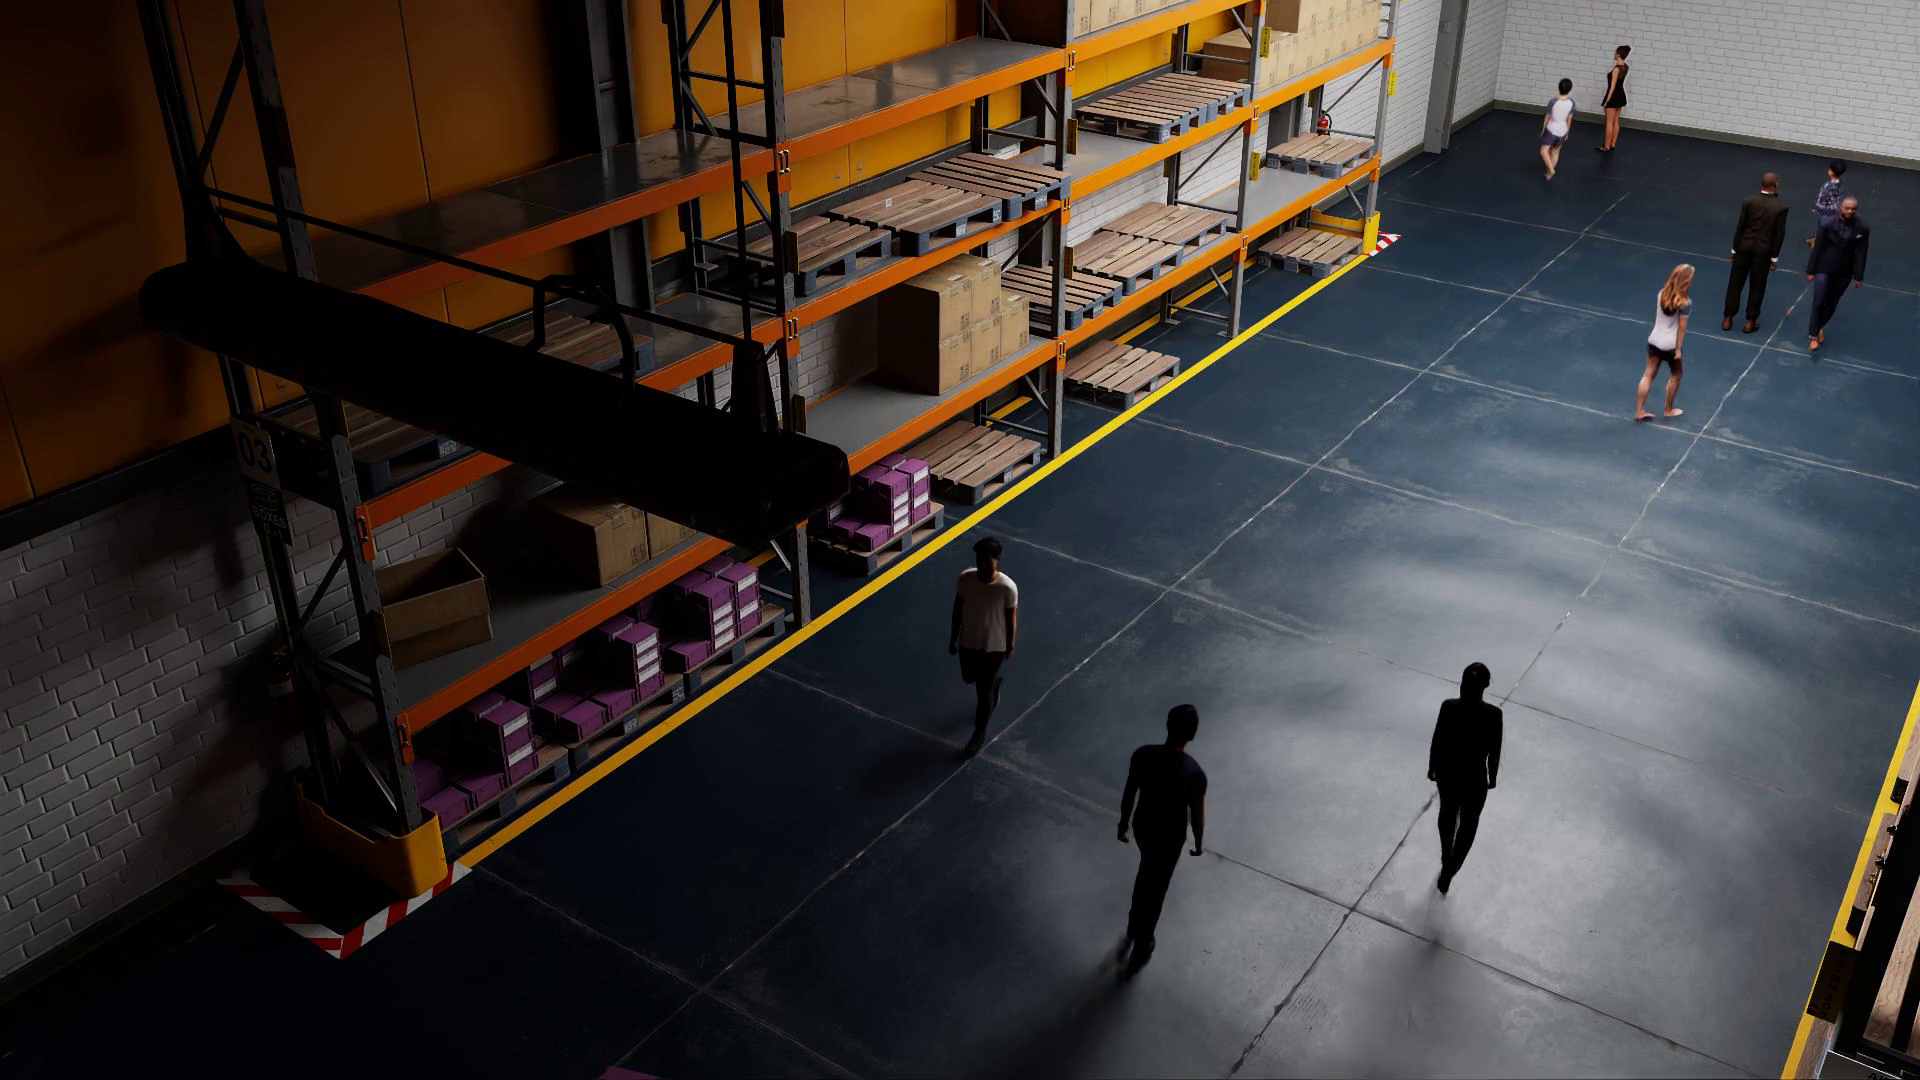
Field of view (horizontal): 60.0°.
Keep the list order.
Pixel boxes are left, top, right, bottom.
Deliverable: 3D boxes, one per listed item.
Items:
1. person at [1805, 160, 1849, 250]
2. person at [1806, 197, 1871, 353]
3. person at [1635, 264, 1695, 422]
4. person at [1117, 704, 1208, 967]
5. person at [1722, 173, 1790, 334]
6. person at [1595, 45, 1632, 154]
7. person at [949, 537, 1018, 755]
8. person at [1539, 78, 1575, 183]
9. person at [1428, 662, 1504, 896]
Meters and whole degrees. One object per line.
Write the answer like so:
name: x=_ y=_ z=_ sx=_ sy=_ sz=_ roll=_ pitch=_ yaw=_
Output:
person: x=11.671 y=-4.457 z=22.276 sx=0.670 sy=1.237 sz=0.708 roll=-14 pitch=31 yaw=-23
person: x=10.094 y=-3.094 z=19.217 sx=0.946 sy=1.773 sz=1.207 roll=8 pitch=30 yaw=14
person: x=7.283 y=-2.027 z=17.322 sx=0.909 sy=1.716 sz=0.818 roll=-13 pitch=31 yaw=-22
person: x=1.181 y=1.841 z=10.192 sx=0.677 sy=1.752 sz=0.736 roll=14 pitch=32 yaw=24
person: x=9.385 y=-3.397 z=19.636 sx=0.677 sy=1.904 sz=0.589 roll=18 pitch=33 yaw=29
person: x=10.463 y=-7.060 z=26.592 sx=0.555 sy=1.674 sz=0.679 roll=-25 pitch=37 yaw=-38
person: x=0.188 y=0.703 z=12.329 sx=0.735 sy=1.704 sz=1.047 roll=12 pitch=31 yaw=21
person: x=8.986 y=-6.148 z=25.052 sx=0.854 sy=1.548 sz=0.940 roll=-2 pitch=29 yaw=-3
person: x=3.239 y=1.577 z=10.737 sx=0.681 sy=1.695 sz=0.935 roll=12 pitch=31 yaw=21
